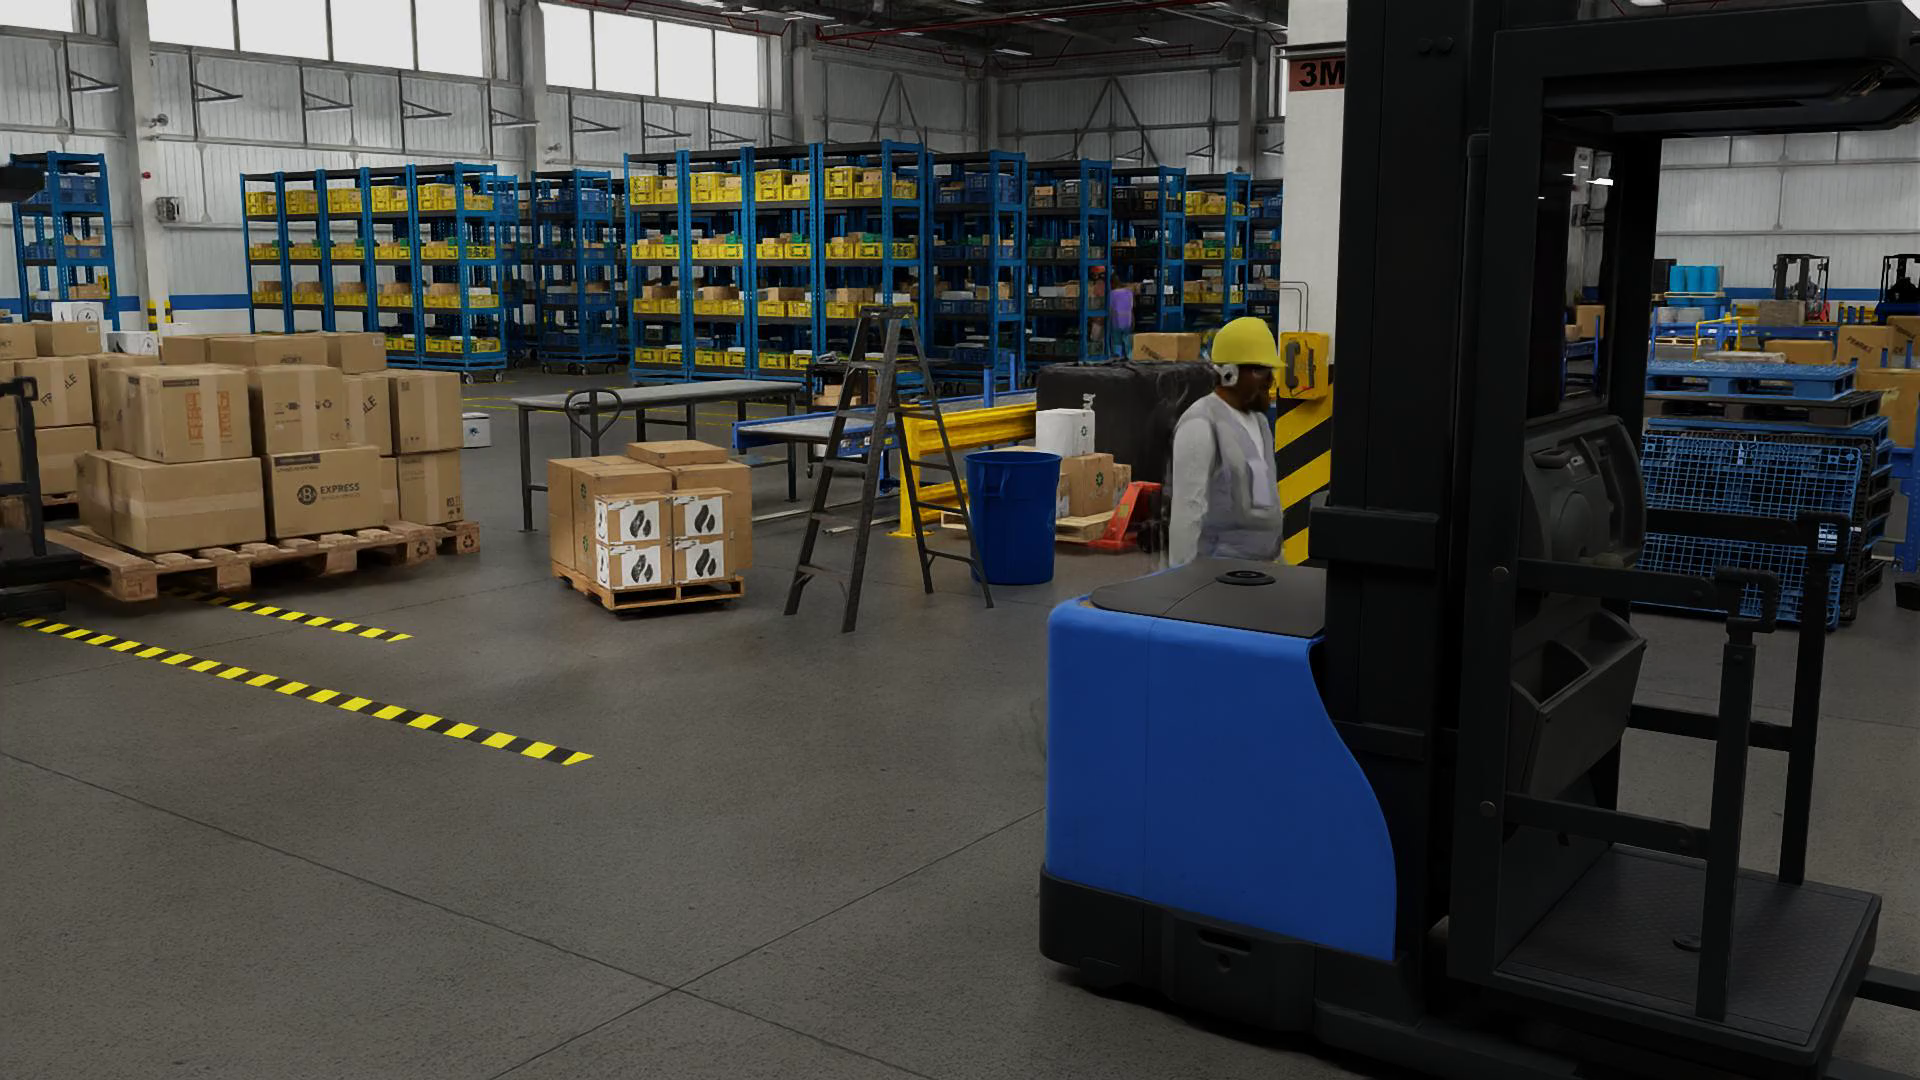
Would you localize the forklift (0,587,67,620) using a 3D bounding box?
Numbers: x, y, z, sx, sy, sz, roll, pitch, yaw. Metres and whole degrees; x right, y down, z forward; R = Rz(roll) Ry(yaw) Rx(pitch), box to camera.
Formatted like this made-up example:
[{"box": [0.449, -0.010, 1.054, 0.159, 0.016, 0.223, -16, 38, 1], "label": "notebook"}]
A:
[{"box": [-6.124, -0.906, 8.939, 1.129, 2.768, 1.873, 9, 13, 44], "label": "forklift"}]

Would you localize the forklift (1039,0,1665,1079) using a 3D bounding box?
[{"box": [1.249, -0.137, 4.360, 1.873, 2.768, 1.129, 7, 12, 35], "label": "forklift"}]

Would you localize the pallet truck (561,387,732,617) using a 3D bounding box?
[{"box": [-1.981, -0.274, 10.088, 0.680, 1.201, 1.601, -5, 11, -28], "label": "pallet truck"}]

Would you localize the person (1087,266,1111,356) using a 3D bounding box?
[{"box": [2.331, -3.661, 27.979, 0.395, 1.992, 0.622, 8, 12, 39], "label": "person"}]

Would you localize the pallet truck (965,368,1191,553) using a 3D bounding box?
[{"box": [0.845, -0.609, 11.869, 1.630, 1.274, 0.653, 7, 12, 35], "label": "pallet truck"}]

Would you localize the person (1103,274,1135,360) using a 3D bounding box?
[{"box": [2.702, -3.541, 27.819, 0.644, 1.810, 0.627, -4, 10, -23], "label": "person"}]

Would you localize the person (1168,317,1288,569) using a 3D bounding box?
[{"box": [1.083, 0.096, 6.128, 0.730, 1.806, 0.611, 6, 11, 30], "label": "person"}]

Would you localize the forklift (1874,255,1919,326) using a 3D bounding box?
[{"box": [22.089, -5.634, 38.796, 1.157, 1.987, 2.680, 6, 11, 33], "label": "forklift"}]

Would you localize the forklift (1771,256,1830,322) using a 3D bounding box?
[{"box": [20.253, -5.854, 40.139, 1.157, 1.987, 2.680, 7, 12, 35], "label": "forklift"}]
